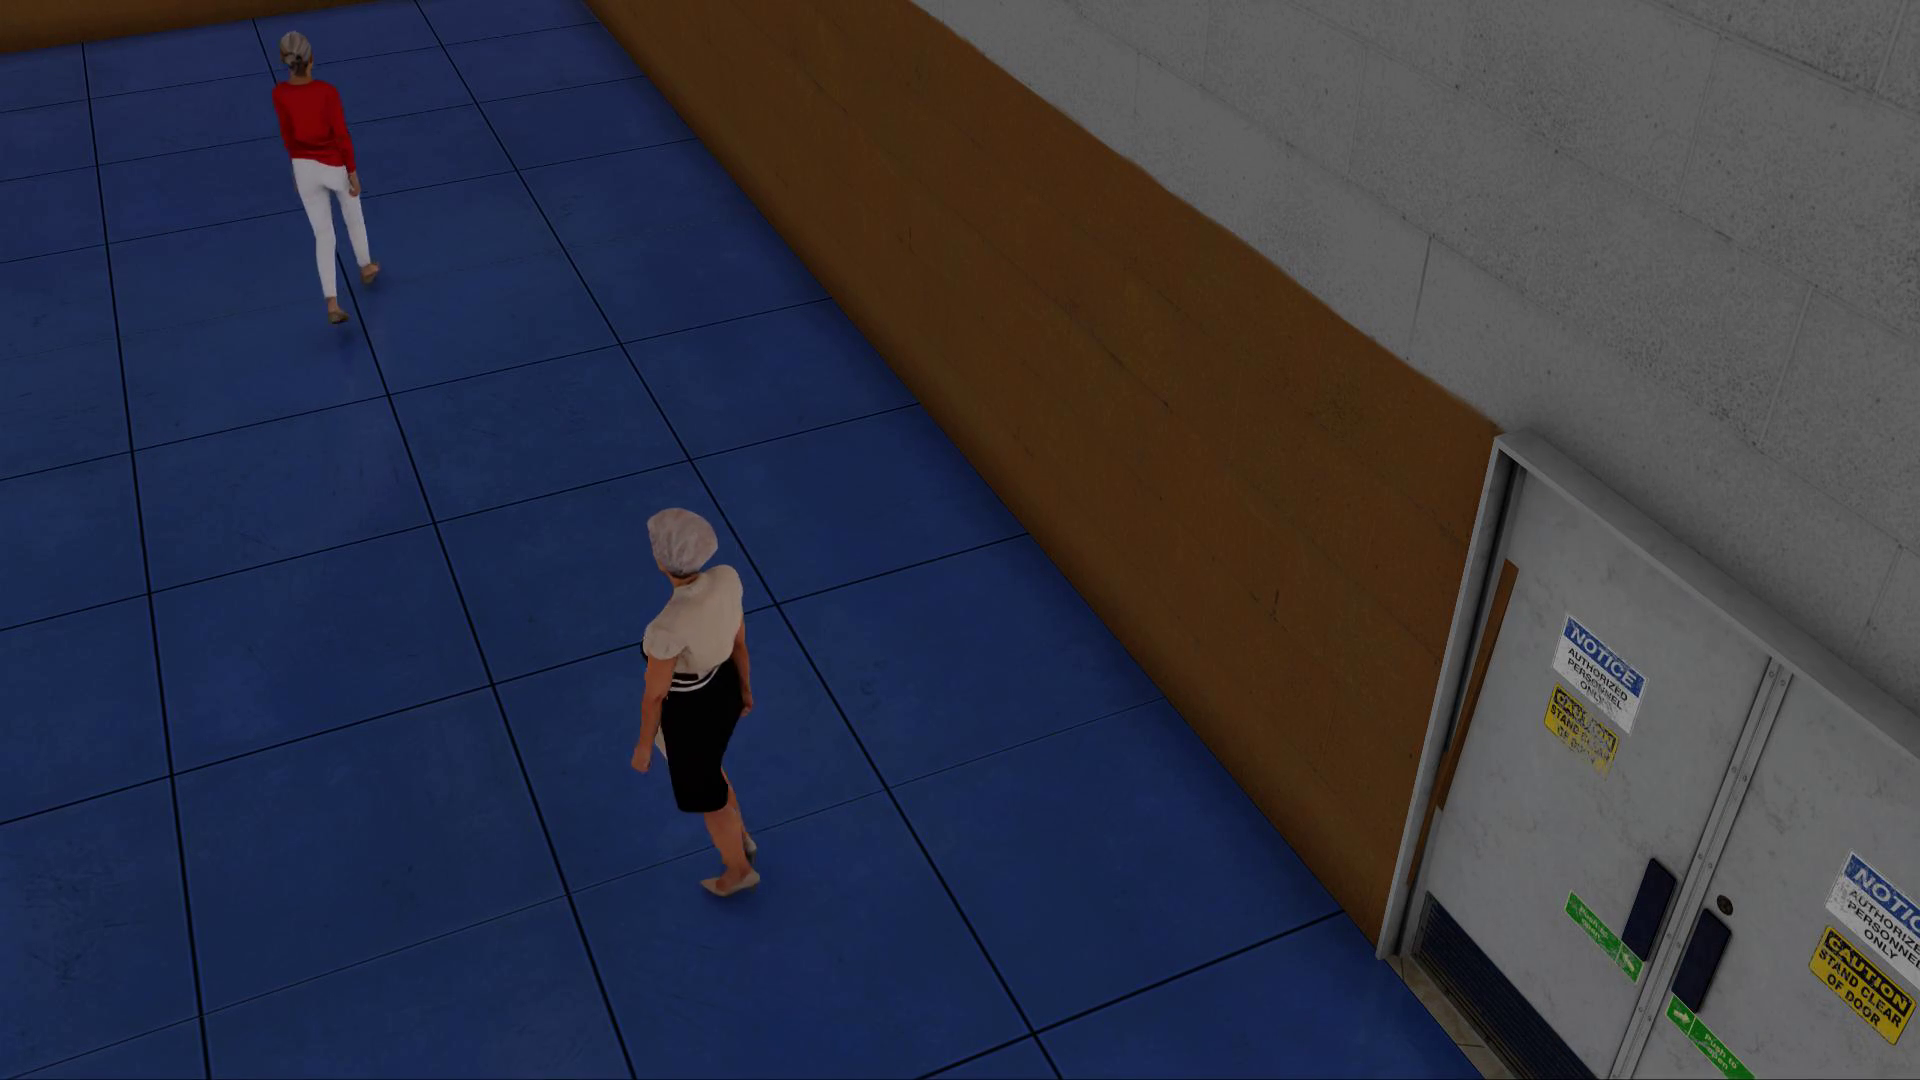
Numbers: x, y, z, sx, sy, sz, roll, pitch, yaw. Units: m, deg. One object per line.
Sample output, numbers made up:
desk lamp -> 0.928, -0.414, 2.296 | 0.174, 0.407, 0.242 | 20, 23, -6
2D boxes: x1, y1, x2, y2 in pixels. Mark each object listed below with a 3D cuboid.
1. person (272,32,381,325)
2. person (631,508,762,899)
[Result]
person -> -3.664, -2.022, 9.539 | 1.140, 1.651, 0.871 | -4, 37, -5
person -> -0.826, 0.666, 5.886 | 0.851, 1.738, 0.791 | 12, 38, 15
